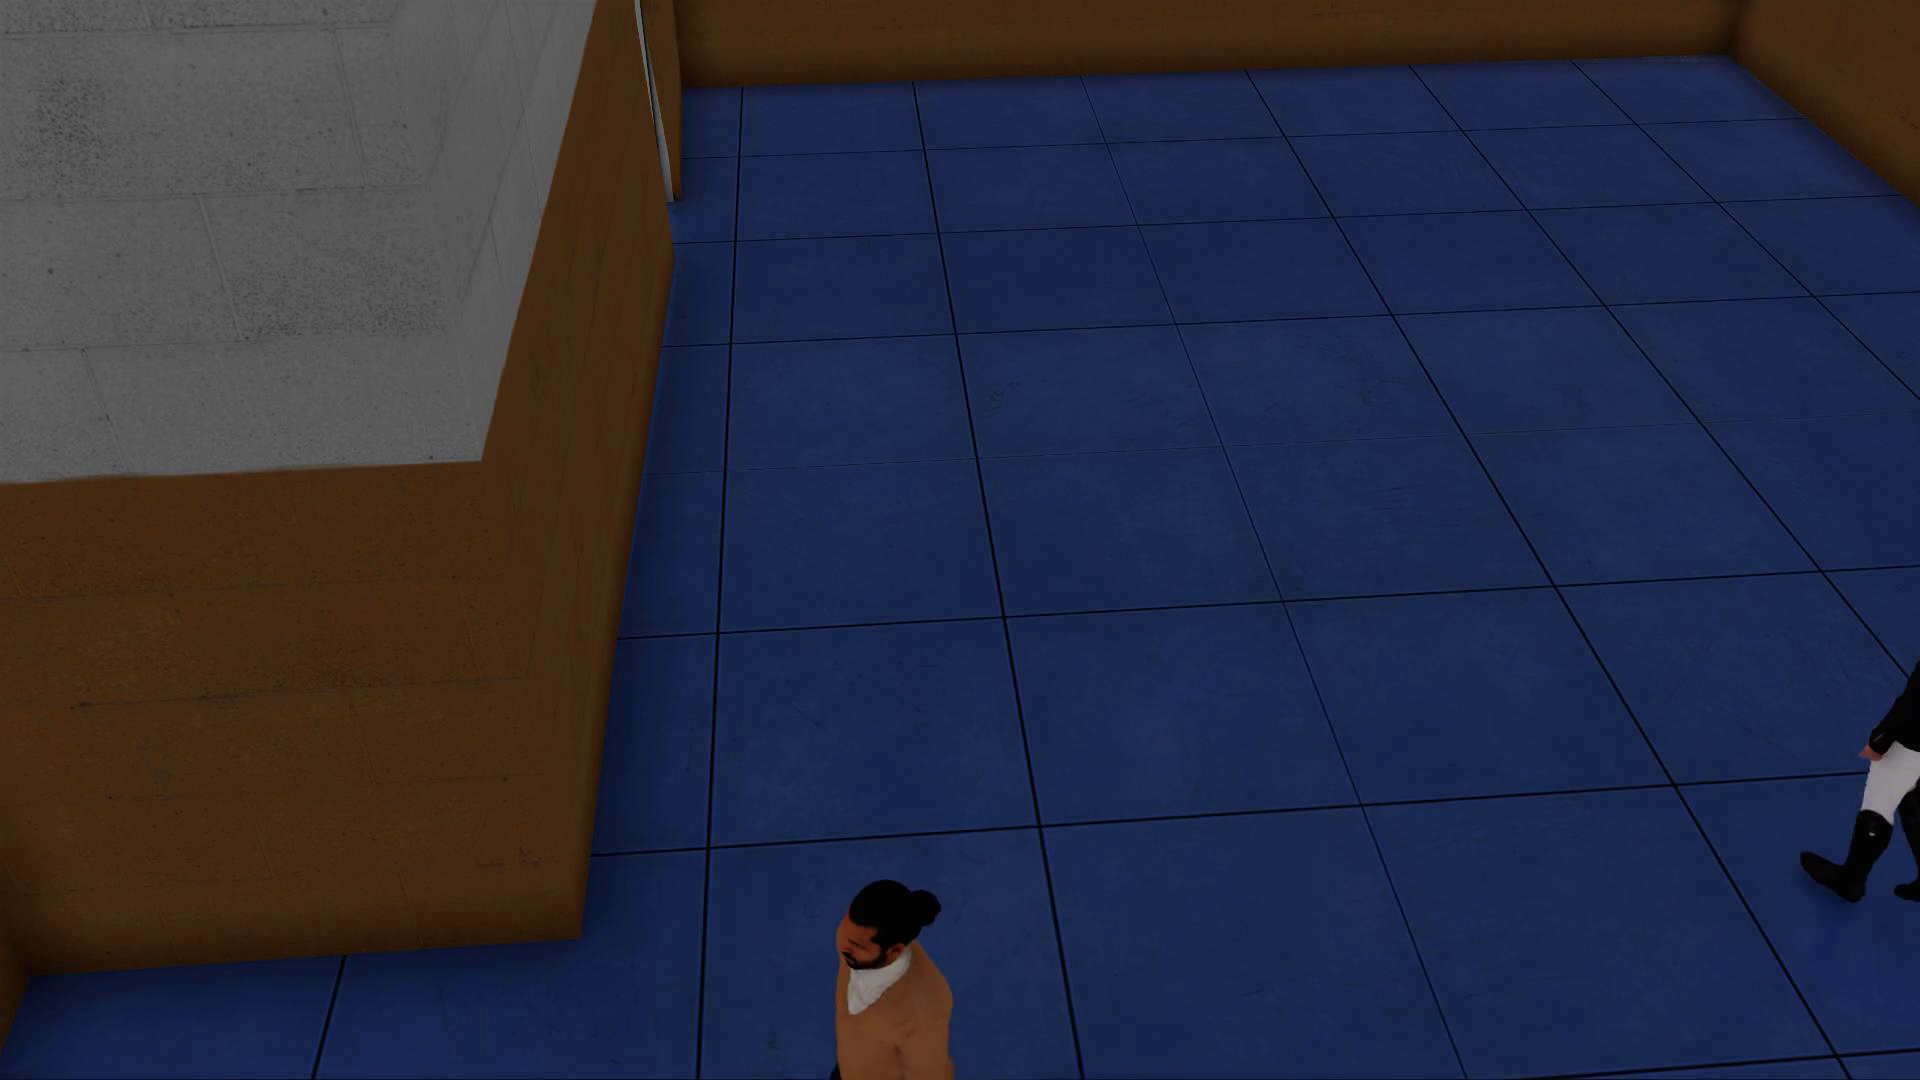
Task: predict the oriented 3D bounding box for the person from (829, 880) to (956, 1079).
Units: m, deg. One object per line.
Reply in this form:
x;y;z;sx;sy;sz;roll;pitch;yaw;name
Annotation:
-0.131;1.543;4.760;0.772;1.747;0.773;-20;41;-24;person
